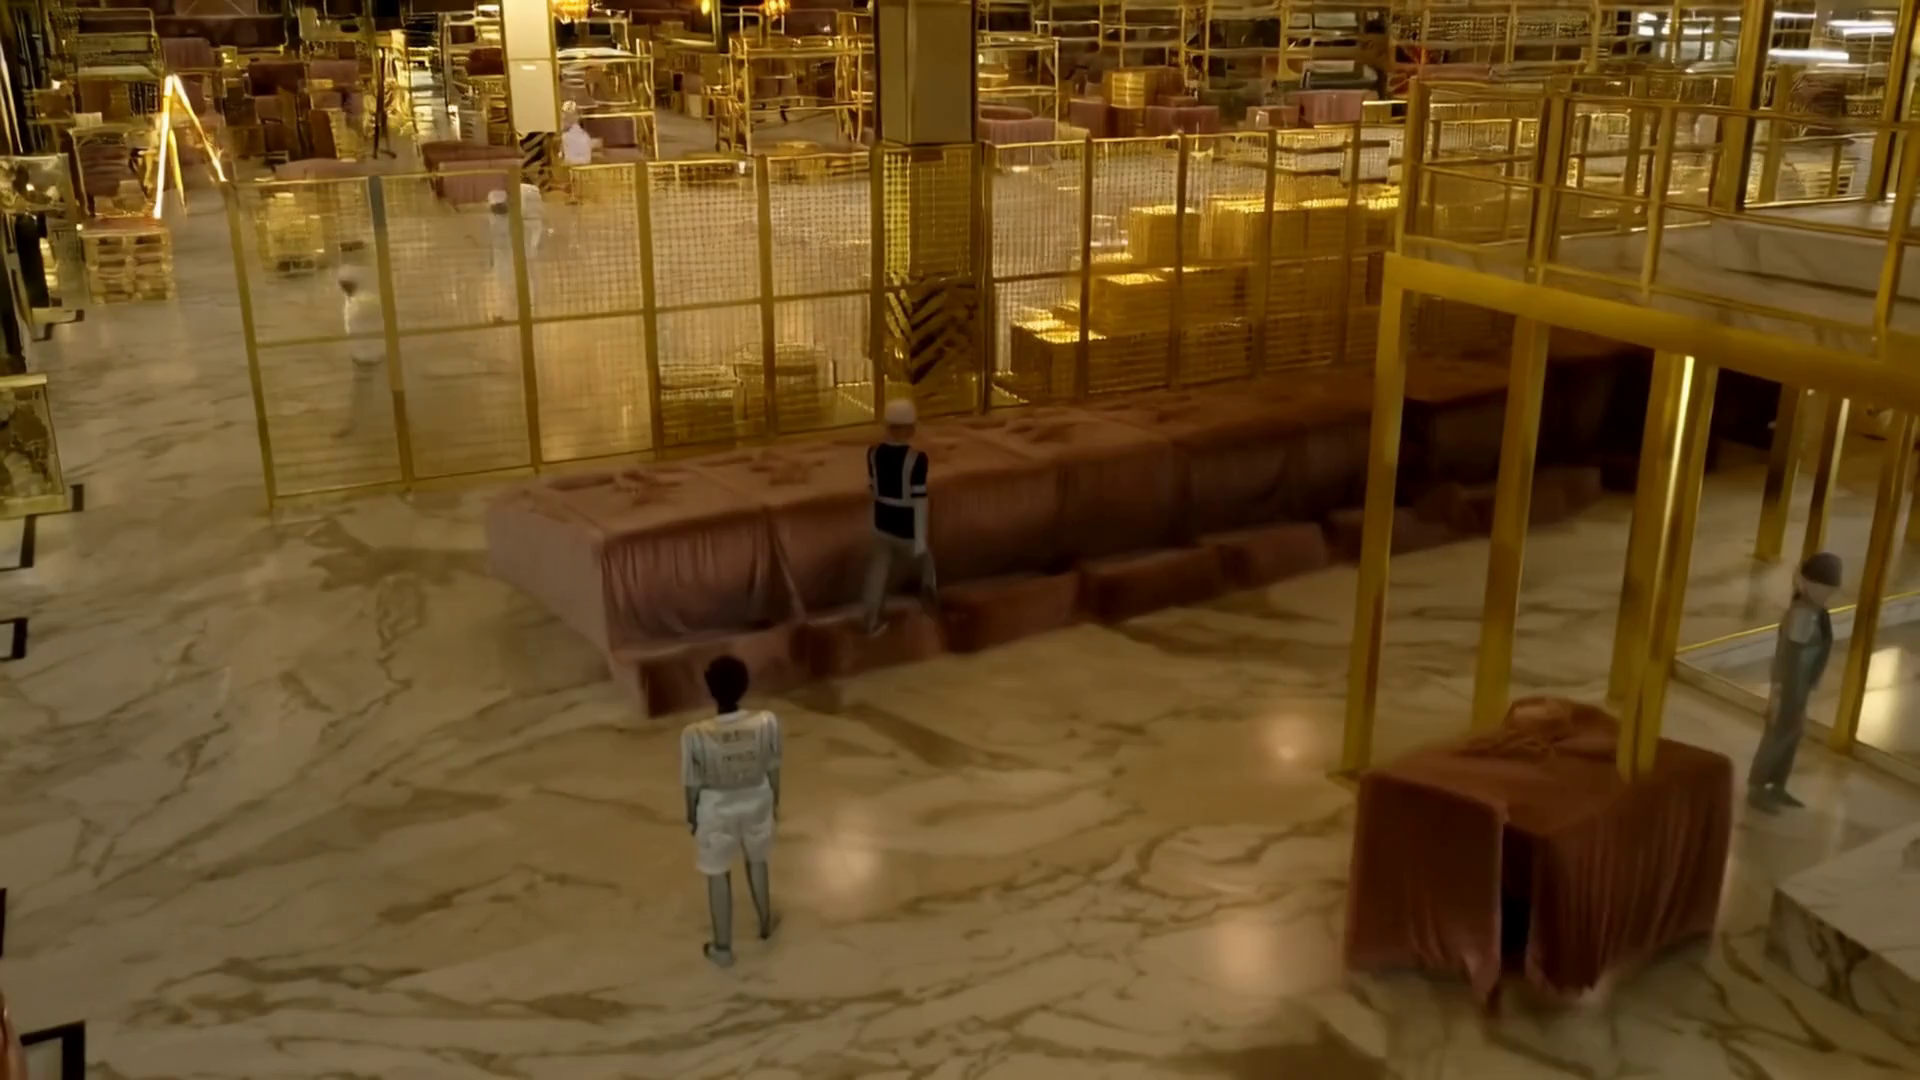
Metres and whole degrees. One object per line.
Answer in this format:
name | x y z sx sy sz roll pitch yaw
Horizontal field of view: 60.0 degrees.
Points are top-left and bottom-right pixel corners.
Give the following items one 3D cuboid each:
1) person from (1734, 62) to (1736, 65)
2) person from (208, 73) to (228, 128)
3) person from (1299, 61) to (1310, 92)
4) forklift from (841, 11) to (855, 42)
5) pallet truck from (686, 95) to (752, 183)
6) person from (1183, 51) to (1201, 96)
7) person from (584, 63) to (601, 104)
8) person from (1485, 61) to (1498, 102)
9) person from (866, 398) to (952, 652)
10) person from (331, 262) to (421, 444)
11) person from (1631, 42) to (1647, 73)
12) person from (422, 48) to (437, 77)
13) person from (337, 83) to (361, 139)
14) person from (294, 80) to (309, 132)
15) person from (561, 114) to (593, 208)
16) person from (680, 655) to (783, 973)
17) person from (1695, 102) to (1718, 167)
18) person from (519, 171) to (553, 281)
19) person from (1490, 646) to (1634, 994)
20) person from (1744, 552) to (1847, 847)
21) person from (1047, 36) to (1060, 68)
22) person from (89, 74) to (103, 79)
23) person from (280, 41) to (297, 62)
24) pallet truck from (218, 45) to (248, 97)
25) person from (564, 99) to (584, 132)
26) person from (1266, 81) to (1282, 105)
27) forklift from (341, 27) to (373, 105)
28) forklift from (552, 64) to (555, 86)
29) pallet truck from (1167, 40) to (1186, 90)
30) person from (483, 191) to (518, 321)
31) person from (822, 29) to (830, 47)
person | 31.003 -18.536 66.256 0.541 1.647 0.873 -11 22 -29
person | -23.526 -13.987 52.810 0.569 1.825 0.984 -7 20 -19
person | 11.595 -15.318 56.558 0.616 1.893 0.618 2 19 6
forklift | -5.619 -25.060 83.315 1.873 2.768 1.129 -9 21 -25
pallet truck | -5.836 -9.608 39.856 0.823 1.965 1.885 10 22 27
person | 8.685 -17.340 62.340 0.638 1.941 0.774 0 19 0
person | -12.884 -16.016 58.561 0.630 1.914 0.873 -17 25 -41
person | 18.107 -15.277 56.438 0.893 1.908 0.553 0 19 0
person | -0.419 -0.150 12.597 0.568 1.884 1.003 11 22 29
person | -6.396 -2.040 17.976 0.936 1.961 0.621 -17 25 -40
person | 32.067 -22.865 78.445 0.630 1.889 0.668 -5 20 -15
person | -24.907 -22.737 78.067 0.598 1.894 0.726 -5 20 -14
person | -18.071 -12.573 48.903 0.927 1.694 0.495 7 20 20
person | -19.271 -12.581 48.787 0.987 1.791 0.538 12 22 31
person | -8.144 -8.040 35.341 0.648 1.971 0.587 1 19 4
person | -1.150 1.386 8.440 0.541 1.696 0.315 -9 21 -25
person | 17.594 -9.341 39.193 0.641 1.922 0.464 -1 19 -4
person | -6.987 -5.205 27.380 0.660 1.798 0.918 9 21 25
person | 2.941 1.396 8.215 0.634 1.826 0.712 7 20 18
person | 4.887 0.909 9.716 0.525 1.770 0.307 -17 25 -40
person | 4.265 -22.146 76.356 0.676 1.891 0.431 18 26 41
person | -29.746 -15.489 57.453 0.546 1.625 0.375 -13 23 -33
person | -28.534 -20.242 70.770 0.636 1.937 0.358 -9 21 -25
pallet truck | -28.879 -18.665 66.111 0.823 1.965 1.885 -3 19 -9
person | -9.626 -10.035 41.343 0.802 1.840 0.521 15 24 37
person | 9.437 -12.919 49.953 0.519 1.660 0.843 -2 19 -5
forklift | -22.275 -17.346 60.954 1.873 2.768 1.129 -9 21 -25
forklift | -18.399 -20.826 71.040 1.129 2.768 1.873 14 23 34
pallet truck | 9.045 -19.971 69.895 0.823 1.965 1.885 -3 19 -8
person | -6.623 -4.153 24.239 0.595 1.873 0.988 1 19 3
person | -6.857 -25.272 85.376 0.444 1.920 0.649 -6 20 -16
